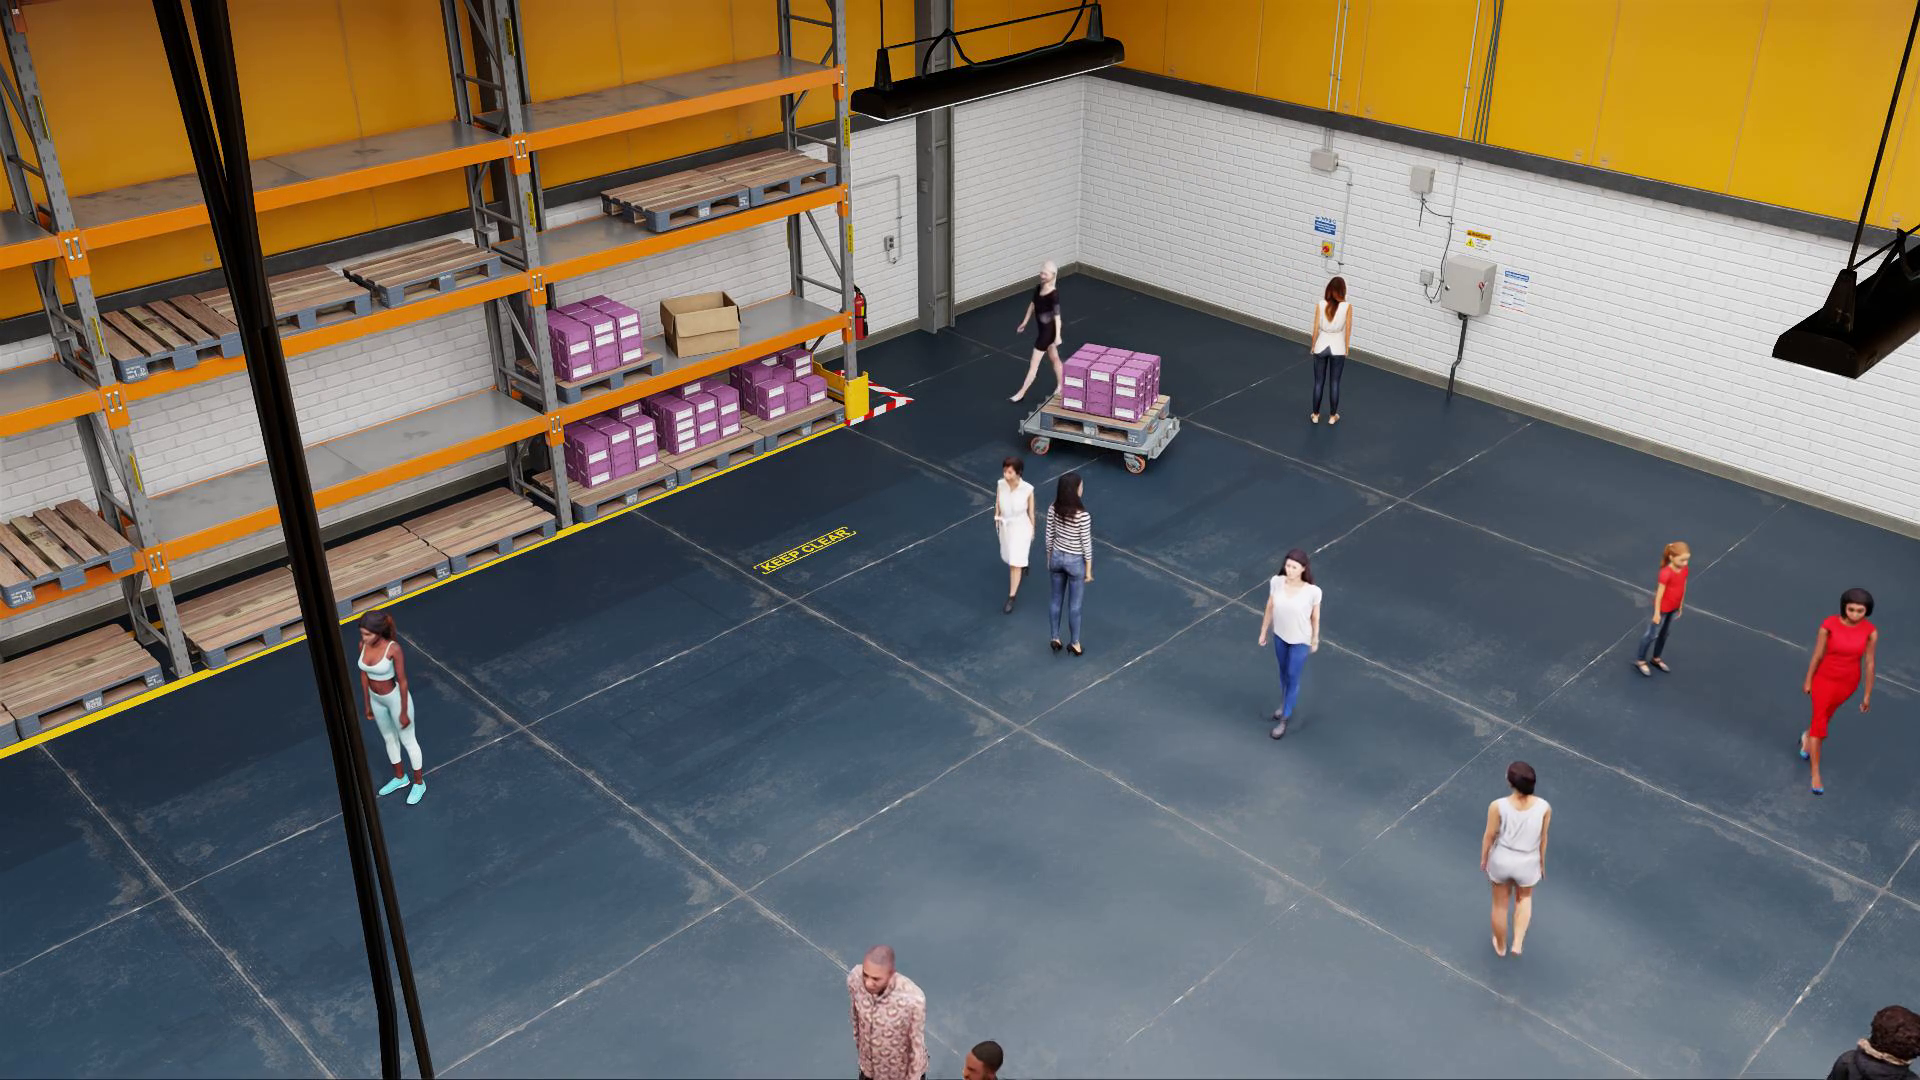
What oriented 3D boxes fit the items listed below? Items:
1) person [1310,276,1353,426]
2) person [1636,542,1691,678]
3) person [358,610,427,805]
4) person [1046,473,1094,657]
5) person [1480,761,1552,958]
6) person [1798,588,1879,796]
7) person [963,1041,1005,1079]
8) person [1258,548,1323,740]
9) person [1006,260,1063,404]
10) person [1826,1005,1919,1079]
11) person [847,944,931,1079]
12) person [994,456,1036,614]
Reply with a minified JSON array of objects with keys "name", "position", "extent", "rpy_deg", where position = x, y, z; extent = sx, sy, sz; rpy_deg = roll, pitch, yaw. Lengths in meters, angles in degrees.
[{"name":"person","position":[4.278,-2.189,19.244],"extent":[0.664,1.784,0.672],"rpy_deg":[8,30,14]},{"name":"person","position":[6.209,0.586,14.657],"extent":[0.485,1.306,0.590],"rpy_deg":[-14,31,-23]},{"name":"person","position":[-4.437,1.273,12.957],"extent":[0.637,1.726,0.643],"rpy_deg":[11,31,20]},{"name":"person","position":[0.955,0.234,14.792],"extent":[0.621,1.794,0.551],"rpy_deg":[18,33,30]},{"name":"person","position":[3.773,2.238,11.317],"extent":[0.715,1.604,0.753],"rpy_deg":[6,29,11]},{"name":"person","position":[6.962,1.115,13.271],"extent":[0.968,1.704,1.172],"rpy_deg":[7,29,12]},{"name":"person","position":[0.217,3.399,9.016],"extent":[1.236,1.769,0.890],"rpy_deg":[-14,32,-25]},{"name":"person","position":[2.807,0.796,13.893],"extent":[0.668,1.669,0.873],"rpy_deg":[20,35,32]},{"name":"person","position":[1.106,-2.453,19.721],"extent":[1.184,1.791,0.980],"rpy_deg":[-8,30,-14]},{"name":"person","position":[4.918,3.336,9.146],"extent":[0.766,1.755,0.916],"rpy_deg":[16,33,27]},{"name":"person","position":[-0.364,2.985,9.777],"extent":[0.972,1.767,1.236],"rpy_deg":[10,30,18]},{"name":"person","position":[0.538,-0.124,15.724],"extent":[0.774,1.530,1.062],"rpy_deg":[13,31,22]}]
